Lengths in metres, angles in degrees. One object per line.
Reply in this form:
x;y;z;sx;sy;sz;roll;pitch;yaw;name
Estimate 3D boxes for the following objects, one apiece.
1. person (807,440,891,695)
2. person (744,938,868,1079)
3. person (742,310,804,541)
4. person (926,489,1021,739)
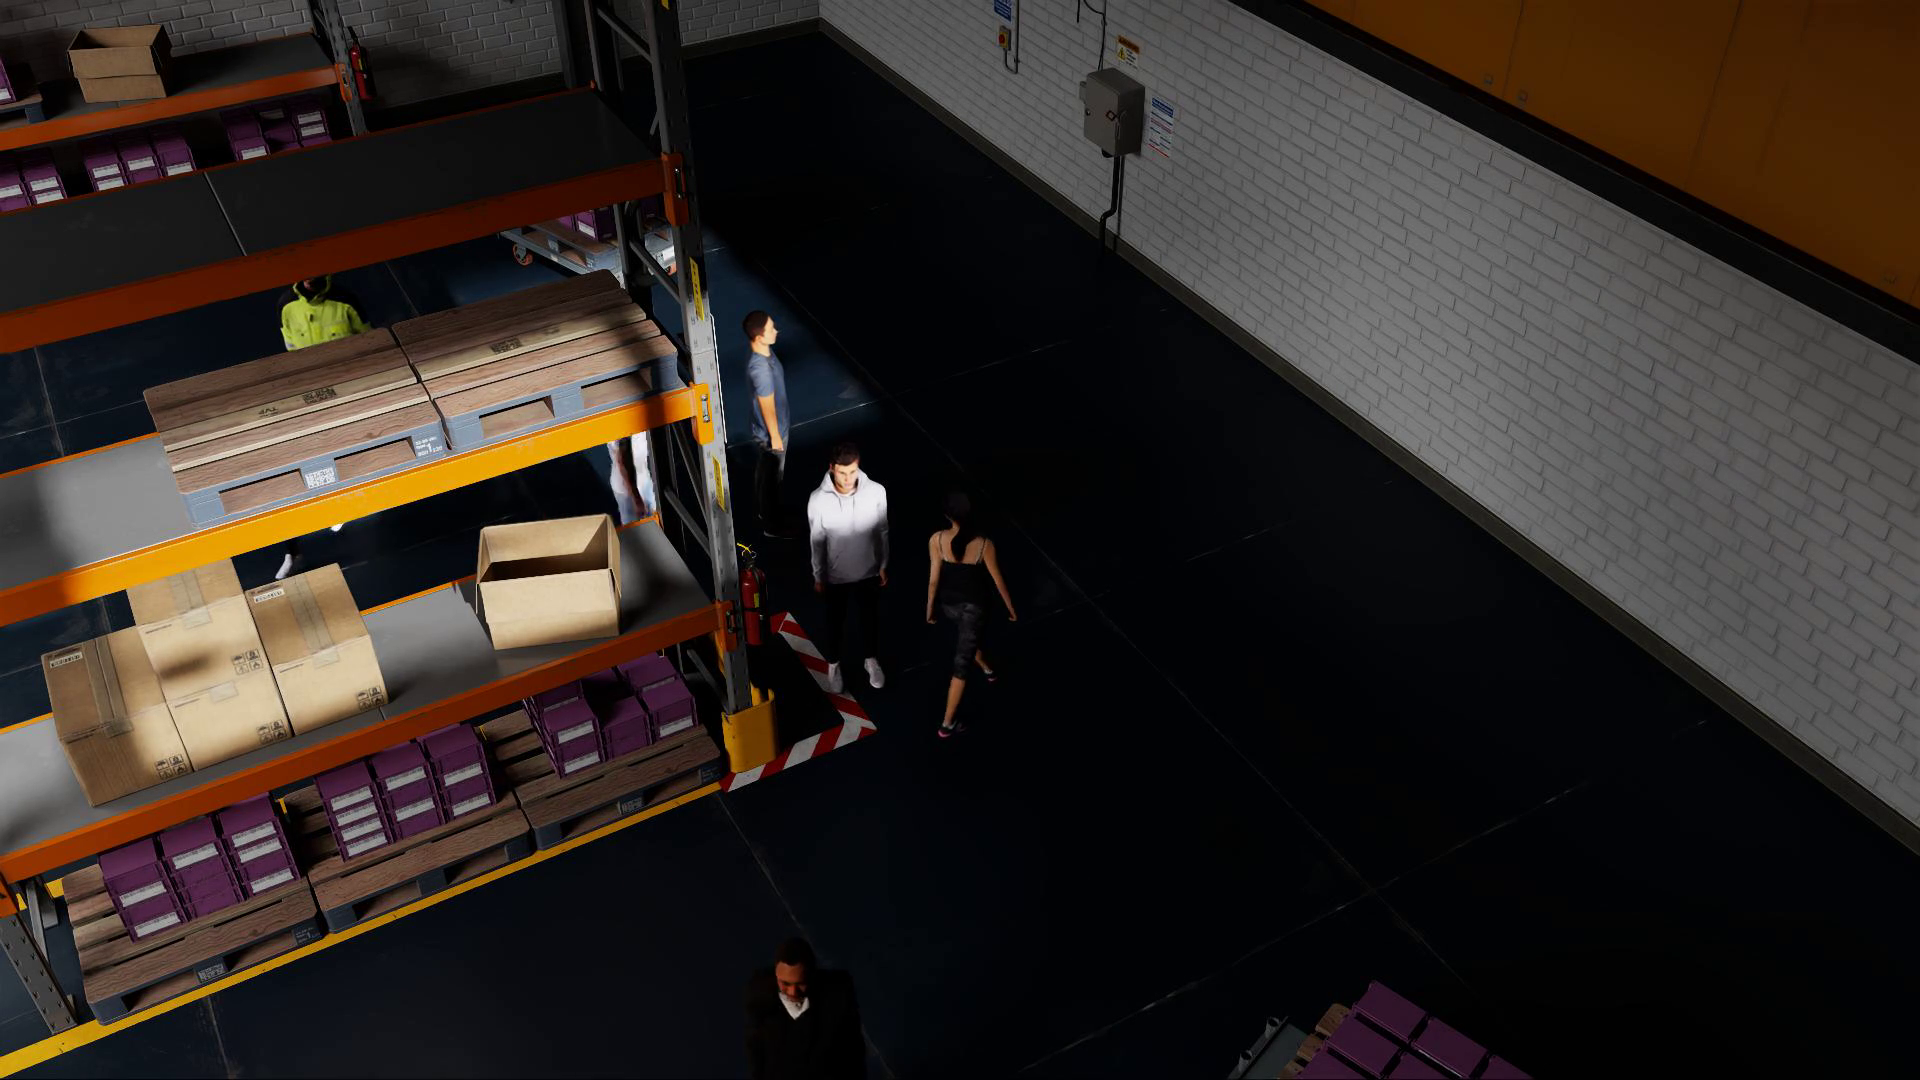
-0.691;0.148;10.455;0.589;1.925;0.765;-12;40;-15;person
-0.683;2.378;7.689;0.842;1.892;0.911;4;39;5;person
-1.362;-0.827;11.768;0.665;1.810;0.714;-7;39;-8;person
0.000;0.491;10.222;1.099;1.680;1.178;13;41;16;person
